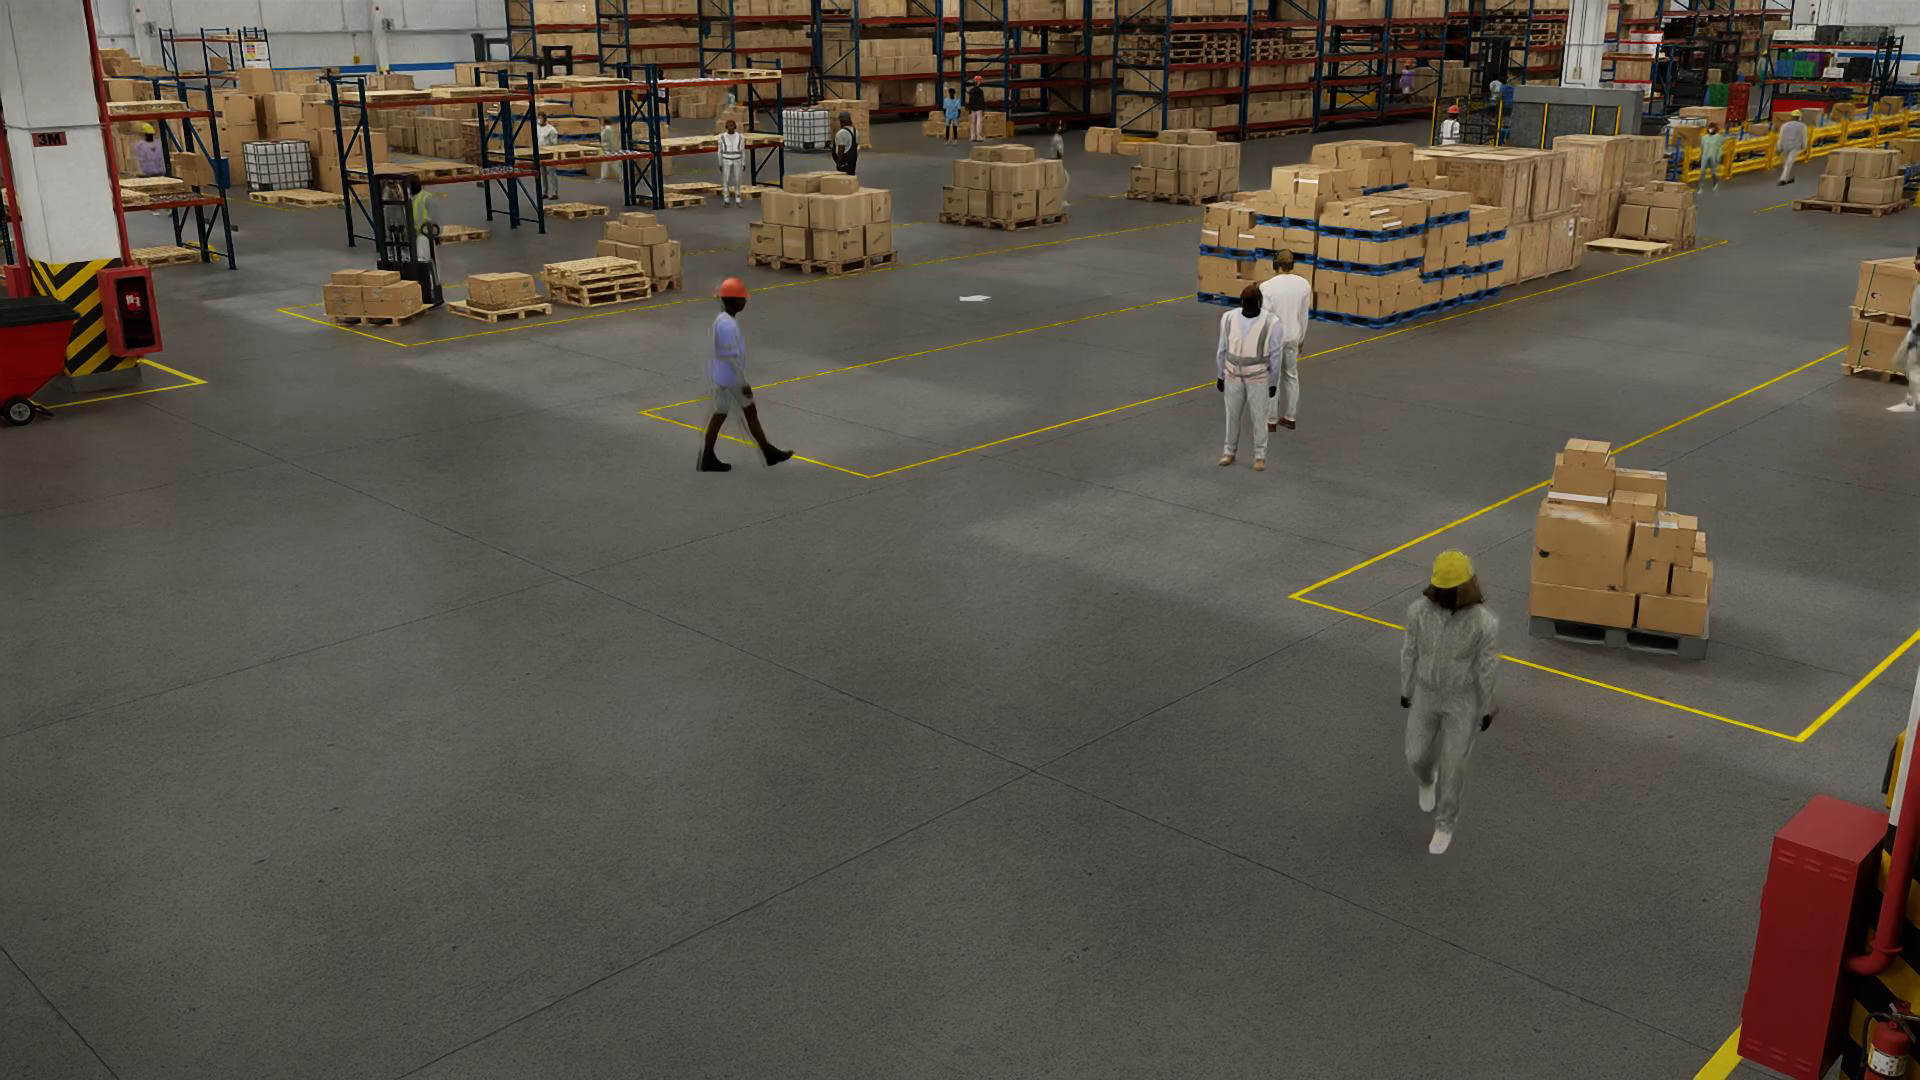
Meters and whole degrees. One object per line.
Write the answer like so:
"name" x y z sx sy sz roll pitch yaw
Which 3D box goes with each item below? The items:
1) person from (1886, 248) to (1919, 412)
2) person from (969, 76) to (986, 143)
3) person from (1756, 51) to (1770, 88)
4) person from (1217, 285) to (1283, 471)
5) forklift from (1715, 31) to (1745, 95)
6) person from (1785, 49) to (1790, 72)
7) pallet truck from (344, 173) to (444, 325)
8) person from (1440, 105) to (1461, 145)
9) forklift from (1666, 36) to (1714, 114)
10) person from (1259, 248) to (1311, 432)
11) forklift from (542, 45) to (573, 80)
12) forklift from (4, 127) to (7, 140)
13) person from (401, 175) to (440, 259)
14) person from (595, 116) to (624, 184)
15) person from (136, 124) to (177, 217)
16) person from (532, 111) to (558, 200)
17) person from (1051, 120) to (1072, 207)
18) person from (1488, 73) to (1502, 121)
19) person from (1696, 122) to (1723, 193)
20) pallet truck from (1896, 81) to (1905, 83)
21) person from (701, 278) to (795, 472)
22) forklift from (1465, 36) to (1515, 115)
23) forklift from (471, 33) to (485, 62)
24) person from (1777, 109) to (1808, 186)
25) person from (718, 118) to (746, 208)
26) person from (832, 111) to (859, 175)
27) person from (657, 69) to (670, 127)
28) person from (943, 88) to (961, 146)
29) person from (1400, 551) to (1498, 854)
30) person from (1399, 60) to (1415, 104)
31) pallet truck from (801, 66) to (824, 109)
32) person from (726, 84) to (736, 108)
"person" 10.566 -2.312 18.352 0.382 1.855 0.530 6 19 16
"person" 0.539 -13.130 50.723 0.381 1.994 0.622 -16 24 -39
"person" 37.784 -22.127 78.257 0.545 1.724 0.890 15 24 38
"person" 2.797 -1.574 16.190 0.636 1.831 0.432 10 21 28
"forklift" 31.998 -19.792 69.413 1.129 2.768 1.873 17 25 41
"person" 41.423 -23.973 83.507 1.052 1.940 0.636 16 24 40
"pallet truck" -8.209 -4.181 23.757 0.823 1.965 1.885 3 19 9
"person" 11.462 -9.158 38.850 0.368 1.933 0.553 -10 21 -27
"forklift" 27.341 -17.291 61.877 1.129 2.768 1.873 17 25 41
"person" 3.392 -2.110 17.612 0.630 1.938 0.366 -8 20 -22
"forklift" -12.559 -14.128 52.346 1.873 2.768 1.129 17 25 41
"forklift" -29.475 -13.794 51.341 1.129 2.768 1.873 17 25 41
"person" -8.381 -4.698 25.606 0.656 1.809 0.817 12 22 31
"person" -8.490 -9.470 40.308 0.810 1.605 0.527 -9 20 -25
"person" -16.555 -7.579 34.187 0.995 1.870 0.616 17 25 41
"person" -9.222 -8.547 37.004 0.635 1.937 0.352 8 20 23
"person" 2.203 -8.052 35.653 0.653 1.846 0.550 3 19 9
"person" 18.934 -15.699 58.947 0.542 1.686 0.389 -10 21 -29
"person" 17.303 -8.815 38.314 0.501 1.615 0.652 16 24 40
"pallet truck" 34.802 -16.331 61.455 0.653 1.274 1.630 17 25 41
"person" -2.102 -1.577 16.076 0.974 1.890 0.555 1 18 3
"forklift" 19.973 -17.201 61.605 1.873 2.768 1.129 16 24 40
"forklift" -18.948 -18.572 65.737 1.873 2.768 1.129 -7 19 -19
"person" 19.891 -9.384 39.789 0.960 1.787 0.593 -14 23 -37
"person" -4.881 -8.069 35.654 0.574 1.882 0.358 -5 19 -14
"person" -2.495 -8.198 35.793 0.537 2.000 0.682 9 20 26
"person" -10.095 -15.028 56.580 0.589 1.912 0.390 14 23 36
"person" -0.242 -12.667 49.796 0.539 1.696 0.317 2 18 6
"person" 2.647 0.841 9.045 0.506 1.724 0.521 10 21 27
"person" 17.267 -17.541 64.159 0.874 1.915 0.552 -17 25 -42
"pallet truck" -4.812 -15.182 56.903 0.823 1.965 1.885 -9 21 -26
"person" -7.298 -13.622 52.774 0.494 1.624 0.537 1 18 2
